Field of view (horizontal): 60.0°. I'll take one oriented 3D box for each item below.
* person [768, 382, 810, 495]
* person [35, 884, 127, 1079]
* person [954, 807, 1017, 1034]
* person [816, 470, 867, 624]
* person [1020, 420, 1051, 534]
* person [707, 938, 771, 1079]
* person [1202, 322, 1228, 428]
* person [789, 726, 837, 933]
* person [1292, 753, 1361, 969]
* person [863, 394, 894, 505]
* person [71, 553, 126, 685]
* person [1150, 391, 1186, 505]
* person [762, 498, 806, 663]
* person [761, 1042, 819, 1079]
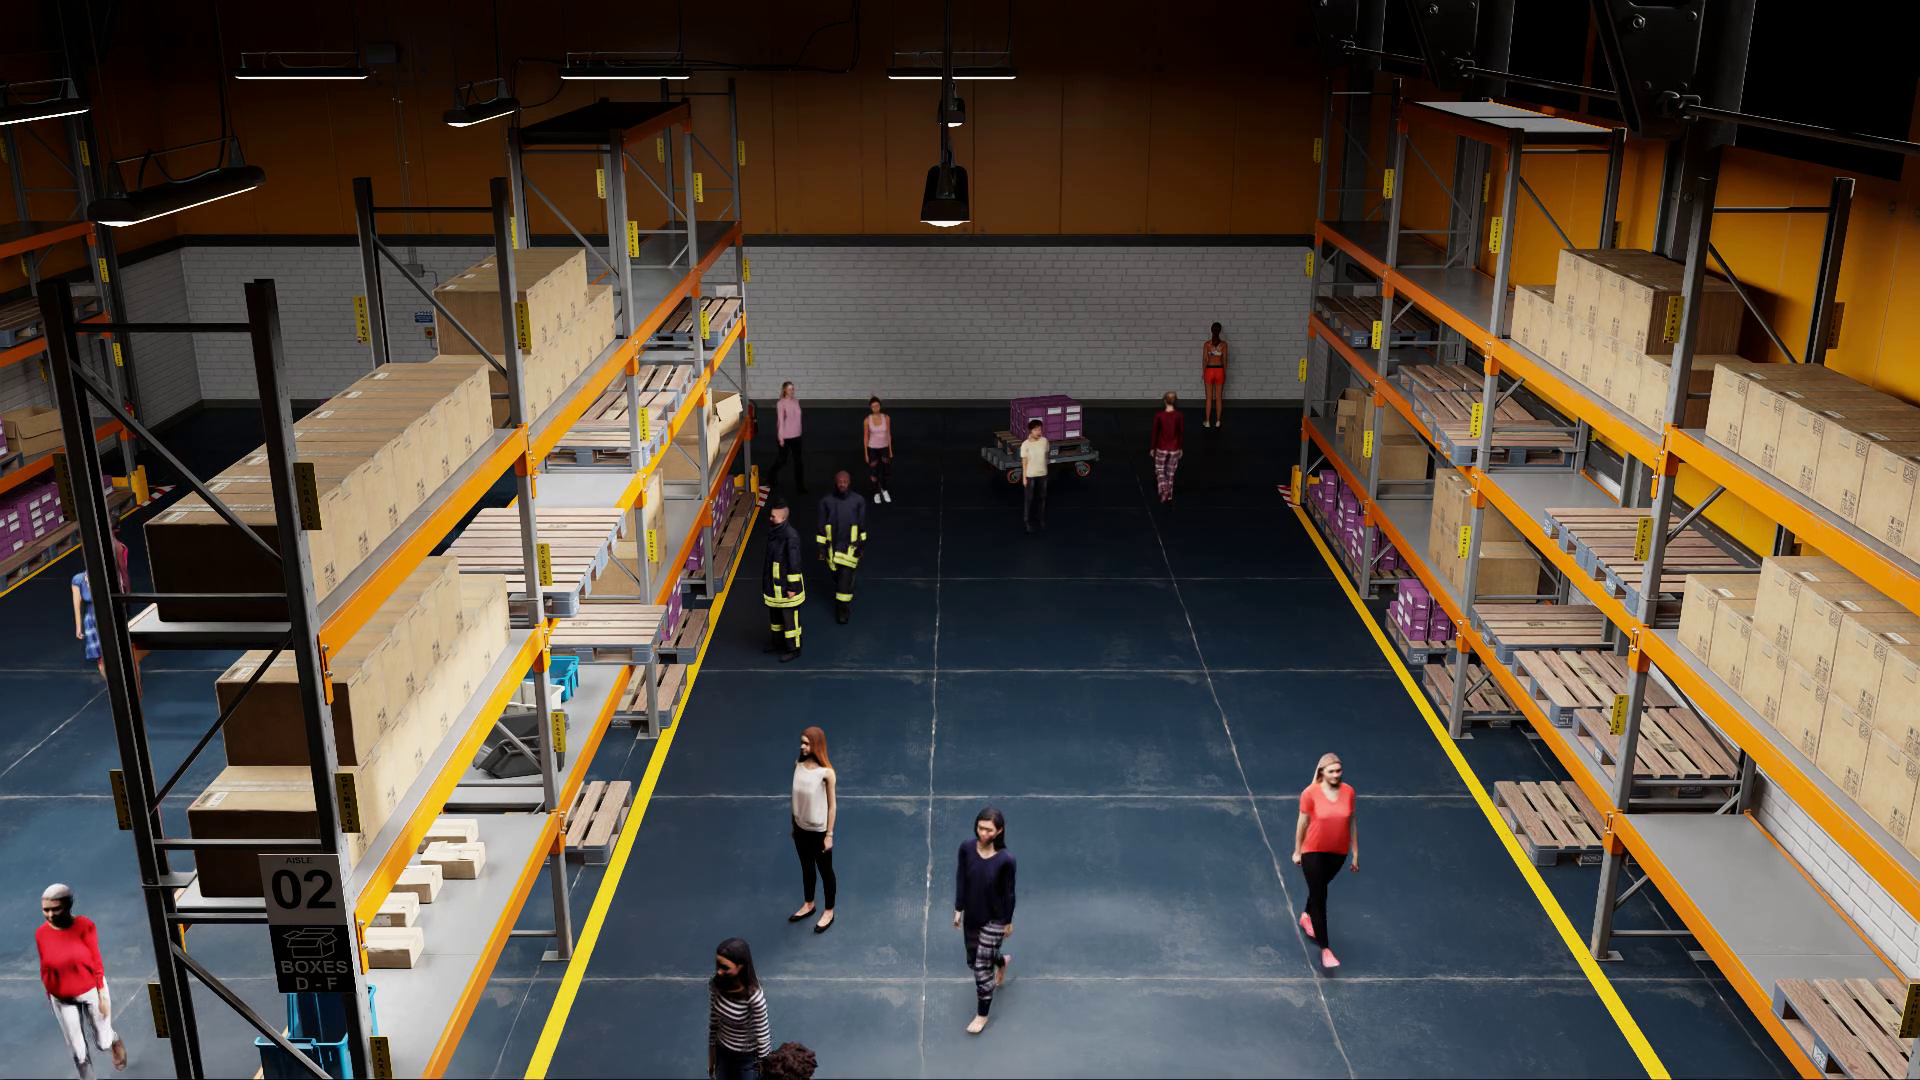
[{"bbox_3d":[-2.586,-1.522,24.627,1.029,1.665,1.111,-17,25,-41],"label":"person"},{"bbox_3d":[-5.858,3.017,11.121,0.664,1.682,0.892,-4,19,-12],"label":"person"},{"bbox_3d":[0.212,2.681,12.068,0.891,1.714,1.028,11,21,29],"label":"person"},{"bbox_3d":[-1.407,0.018,19.873,0.804,1.779,1.203,2,19,5],"label":"person"},{"bbox_3d":[1.040,-0.889,22.874,0.649,1.584,0.611,-8,20,-21],"label":"person"},{"bbox_3d":[-1.305,3.226,10.348,0.800,1.781,0.873,14,23,36],"label":"person"},{"bbox_3d":[4.324,-2.807,28.245,0.564,1.791,0.562,1,19,2],"label":"person"},{"bbox_3d":[-1.159,2.278,13.253,0.647,1.722,0.681,14,23,35],"label":"person"},{"bbox_3d":[2.803,2.414,12.965,0.771,1.649,1.150,-4,19,-11],"label":"person"},{"bbox_3d":[-1.192,-1.326,24.098,0.637,1.631,0.640,-4,19,-12],"label":"person"},{"bbox_3d":[-8.817,0.927,17.157,0.746,1.790,0.787,-6,19,-16],"label":"person"},{"bbox_3d":[2.996,-1.307,23.961,0.633,1.681,0.841,0,19,-1],"label":"person"},{"bbox_3d":[-1.970,0.414,18.561,0.937,1.867,0.842,-12,22,-32],"label":"person"},{"bbox_3d":[-0.983,3.626,9.138,0.796,1.793,0.798,8,20,23],"label":"person"}]
